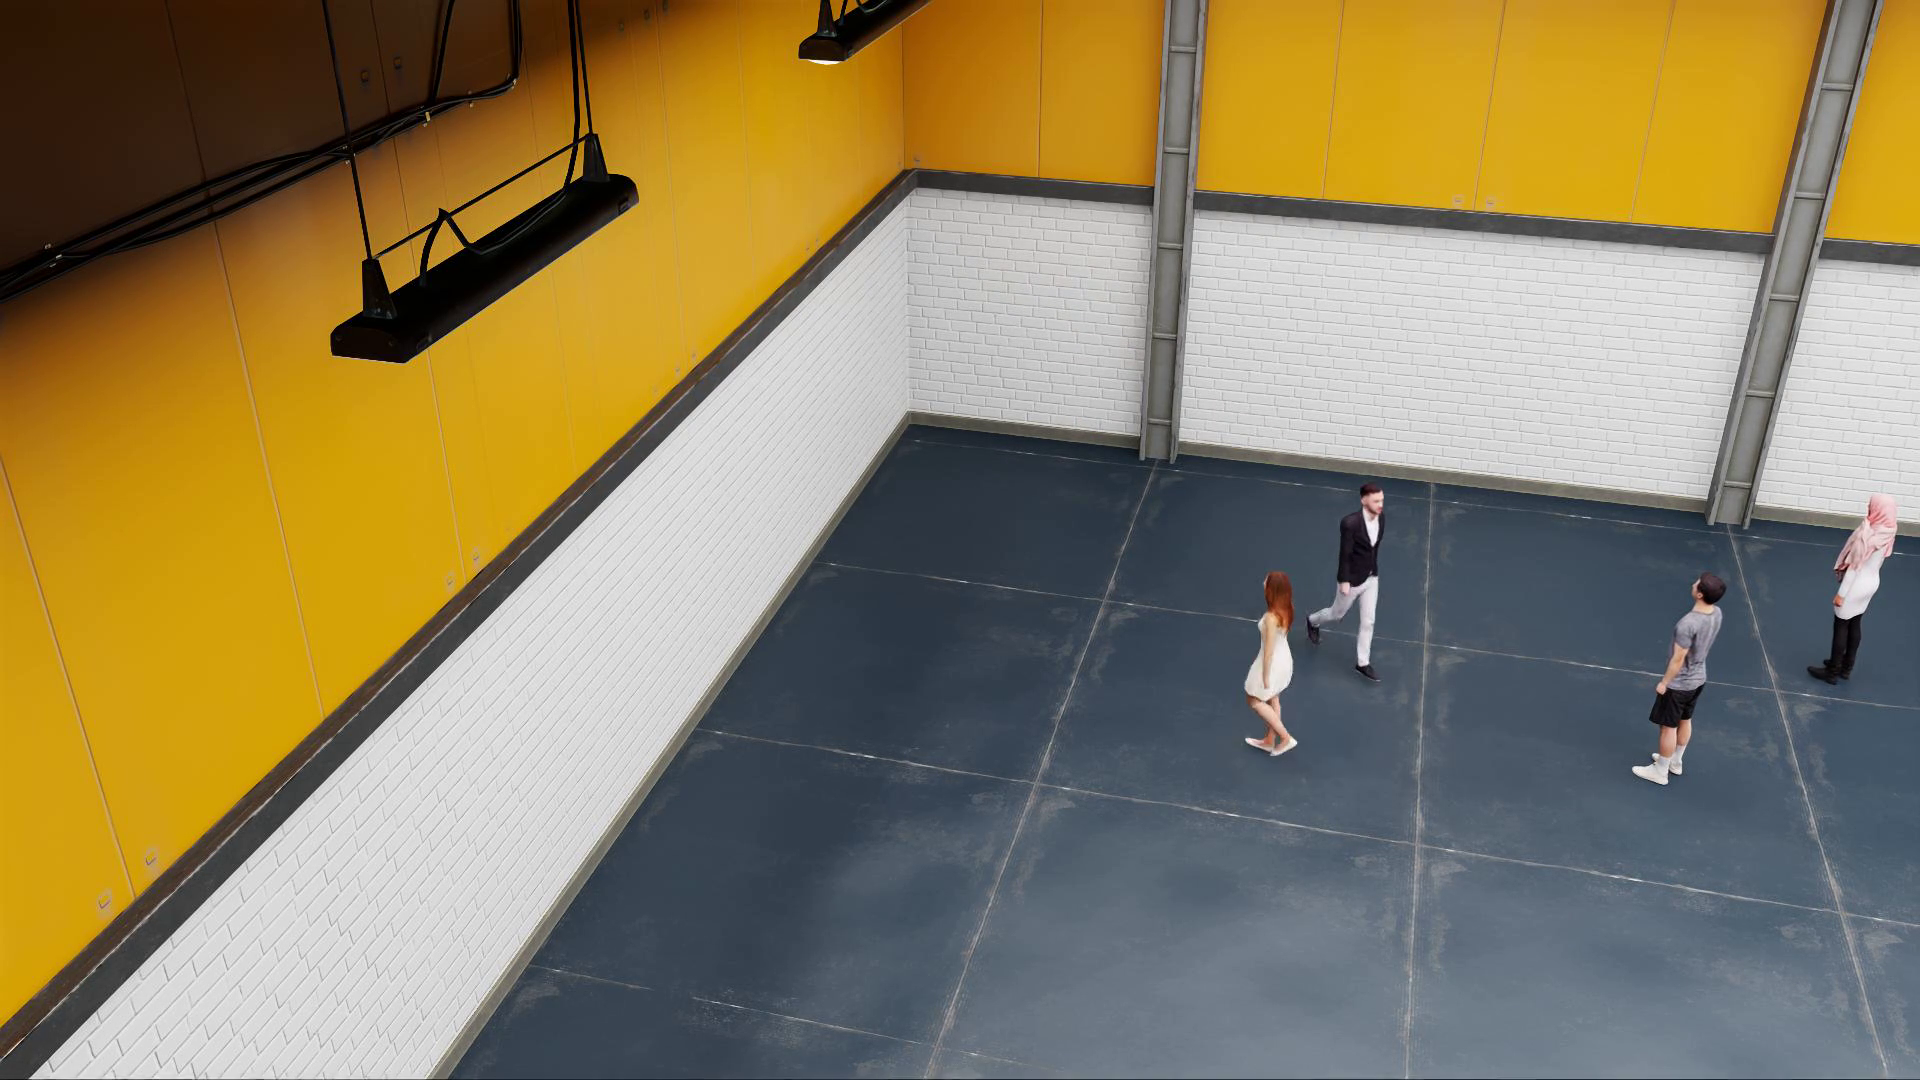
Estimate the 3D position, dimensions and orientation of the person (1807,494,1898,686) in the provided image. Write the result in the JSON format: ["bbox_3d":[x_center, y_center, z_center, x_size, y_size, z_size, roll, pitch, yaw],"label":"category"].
[{"bbox_3d":[7.787,0.418,14.415,0.723,1.803,0.777,-17,33,-28],"label":"person"}]

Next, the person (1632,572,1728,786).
[{"bbox_3d":[5.724,1.090,13.112,0.738,1.871,0.771,-20,34,-32],"label":"person"}]

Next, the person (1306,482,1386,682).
[{"bbox_3d":[3.423,0.297,14.626,1.160,1.815,1.198,-14,32,-24],"label":"person"}]

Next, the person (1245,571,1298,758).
[{"bbox_3d":[2.607,1.031,13.396,0.805,1.702,0.700,19,34,30],"label":"person"}]
